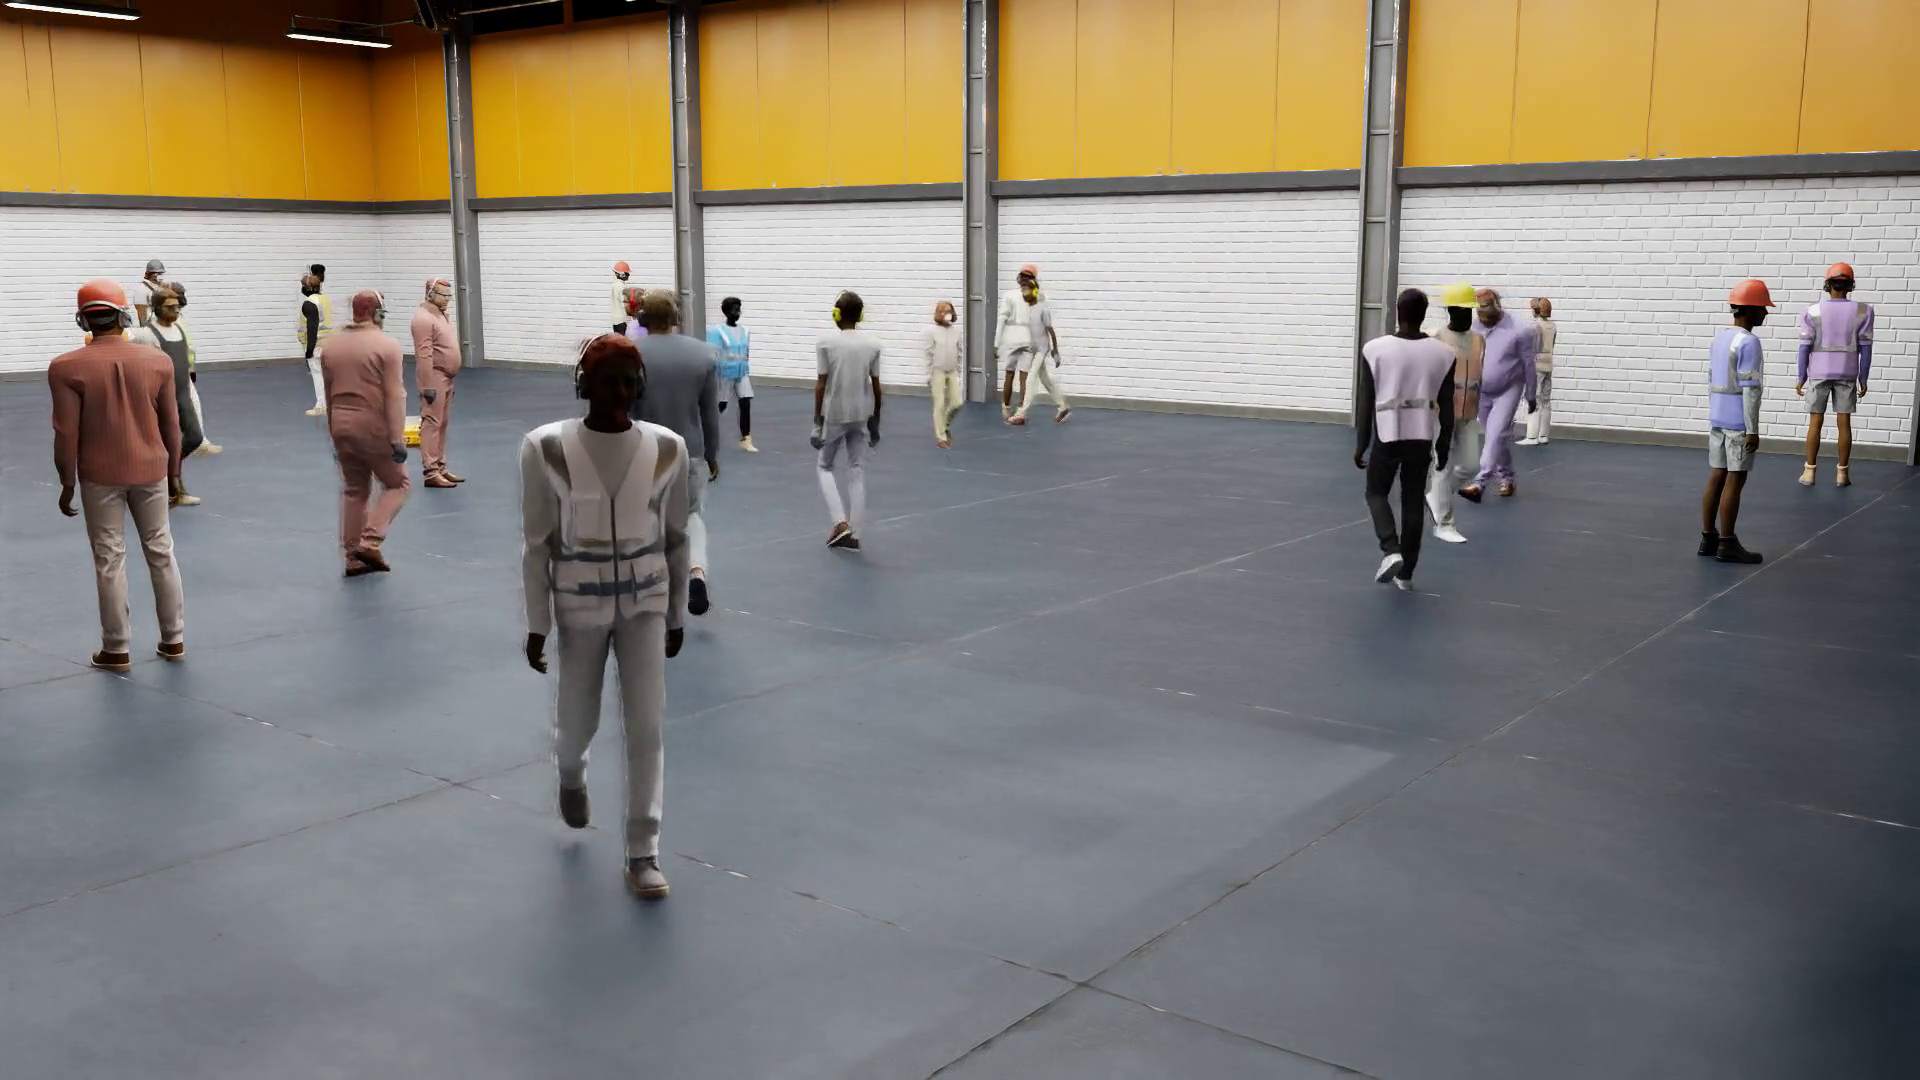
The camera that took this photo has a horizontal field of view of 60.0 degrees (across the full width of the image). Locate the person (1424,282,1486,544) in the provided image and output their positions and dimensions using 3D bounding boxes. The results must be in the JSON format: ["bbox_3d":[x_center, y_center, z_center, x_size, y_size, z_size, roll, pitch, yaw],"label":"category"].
[{"bbox_3d":[3.604,-0.942,12.267,0.594,1.911,0.505,-4,10,-22],"label":"person"}]

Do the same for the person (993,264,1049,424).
[{"bbox_3d":[0.745,-2.457,20.875,0.712,1.979,0.889,-1,10,-8],"label":"person"}]

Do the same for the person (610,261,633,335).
[{"bbox_3d":[-5.586,-3.608,27.544,0.381,1.994,0.619,-6,12,-33],"label":"person"}]

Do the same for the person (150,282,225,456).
[{"bbox_3d":[-8.059,-1.773,17.368,0.781,1.815,0.661,-3,10,-17],"label":"person"}]

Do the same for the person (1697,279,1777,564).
[{"bbox_3d":[5.352,-0.811,11.427,0.359,1.936,0.552,0,10,-1],"label":"person"}]

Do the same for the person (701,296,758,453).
[{"bbox_3d":[-2.488,-1.781,17.839,0.534,1.677,0.759,-8,13,-40],"label":"person"}]

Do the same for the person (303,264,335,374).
[{"bbox_3d":[-11.325,-3.903,29.421,0.634,1.944,0.631,5,11,27],"label":"person"}]

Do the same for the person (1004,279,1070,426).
[{"bbox_3d":[1.005,-2.336,20.701,1.030,1.816,0.515,-6,11,-31],"label":"person"}]

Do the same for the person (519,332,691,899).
[{"bbox_3d":[-1.197,0.224,5.627,0.580,1.859,0.744,-4,10,-21],"label":"person"}]

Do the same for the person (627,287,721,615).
[{"bbox_3d":[-1.668,-0.475,9.500,0.642,1.927,0.645,-4,10,-21],"label":"person"}]

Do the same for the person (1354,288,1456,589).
[{"bbox_3d":[2.794,-0.627,10.463,0.613,1.899,0.448,0,10,3],"label":"person"}]

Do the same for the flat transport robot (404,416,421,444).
[{"bbox_3d":[-6.364,-1.250,18.827,0.652,0.197,1.431,-5,11,-25],"label":"flat transport robot"}]

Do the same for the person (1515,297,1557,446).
[{"bbox_3d":[6.398,-1.859,18.401,0.514,1.639,0.309,-9,13,-42],"label":"person"}]

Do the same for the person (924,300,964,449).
[{"bbox_3d":[-0.170,-1.789,18.046,0.505,1.622,0.378,-5,11,-27],"label":"person"}]

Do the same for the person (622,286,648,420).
[{"bbox_3d":[-2.790,-1.336,14.789,0.521,1.830,0.574,1,10,9],"label":"person"}]

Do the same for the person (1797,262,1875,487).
[{"bbox_3d":[7.953,-1.504,15.163,0.608,2.042,0.375,4,11,22],"label":"person"}]

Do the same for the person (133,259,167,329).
[{"bbox_3d":[-12.136,-3.239,25.262,0.536,2.000,0.688,3,10,15],"label":"person"}]

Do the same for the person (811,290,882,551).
[{"bbox_3d":[-0.820,-0.842,11.836,0.567,1.854,0.409,-4,11,-24],"label":"person"}]

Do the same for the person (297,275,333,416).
[{"bbox_3d":[-8.463,-2.552,21.843,0.429,1.842,0.629,0,10,-2],"label":"person"}]

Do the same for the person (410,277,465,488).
[{"bbox_3d":[-4.745,-1.433,15.165,0.399,1.900,0.642,0,10,-2],"label":"person"}]

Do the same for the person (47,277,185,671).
[{"bbox_3d":[-4.277,-0.330,8.465,0.612,1.991,0.392,-9,14,-44],"label":"person"}]

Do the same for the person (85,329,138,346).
[{"bbox_3d":[-8.097,-1.461,15.911,0.319,1.697,0.533,5,11,27],"label":"person"}]

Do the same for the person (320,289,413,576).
[{"bbox_3d":[-3.860,-0.689,10.884,0.712,1.881,0.428,5,11,27],"label":"person"}]

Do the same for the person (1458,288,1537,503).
[{"bbox_3d":[4.565,-1.240,14.274,0.650,1.824,1.067,10,14,44],"label":"person"}]

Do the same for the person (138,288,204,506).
[{"bbox_3d":[-6.649,-1.191,13.938,0.488,1.830,0.536,3,10,16],"label":"person"}]
